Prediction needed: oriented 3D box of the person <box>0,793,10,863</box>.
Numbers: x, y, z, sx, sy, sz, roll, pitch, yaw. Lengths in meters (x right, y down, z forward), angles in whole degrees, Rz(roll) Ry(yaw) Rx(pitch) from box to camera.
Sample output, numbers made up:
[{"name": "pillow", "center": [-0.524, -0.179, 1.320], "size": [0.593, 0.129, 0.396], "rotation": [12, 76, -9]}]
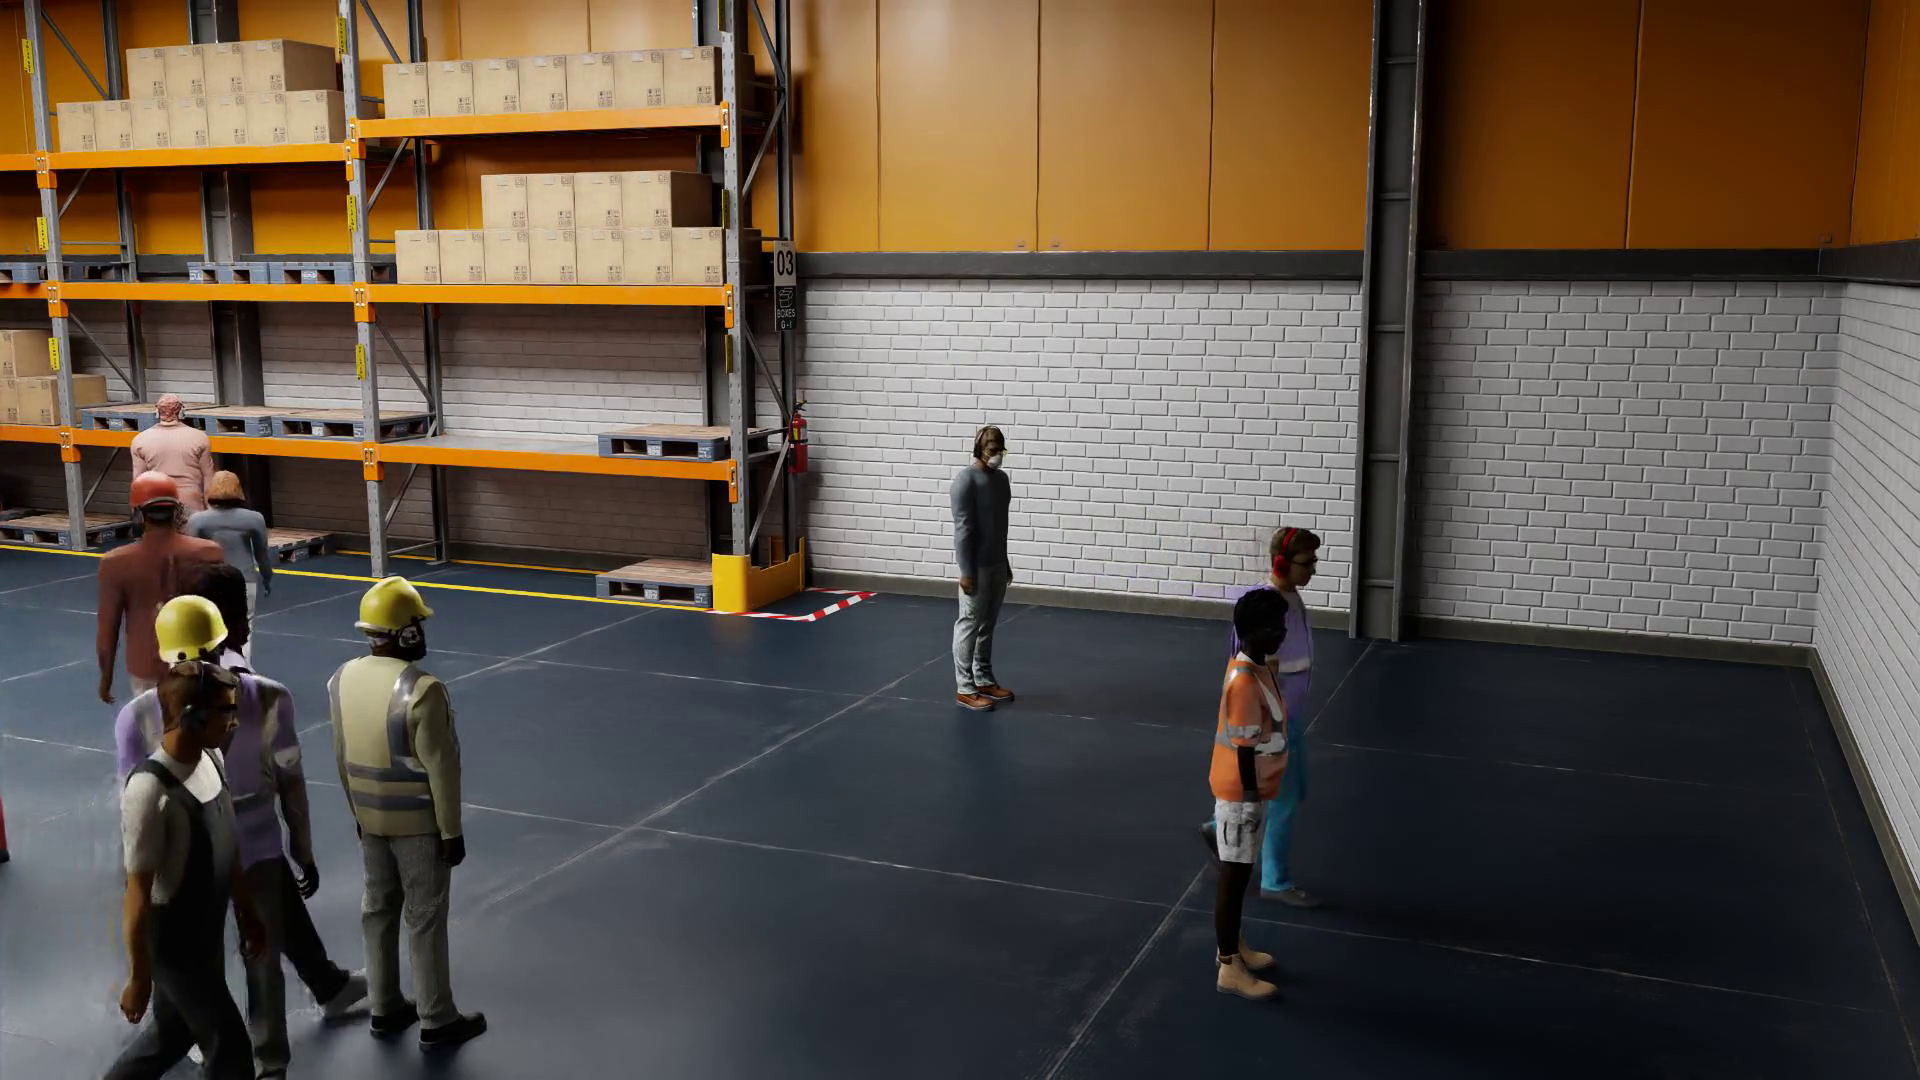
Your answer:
[{"name": "person", "center": [-5.030, 0.777, 8.298], "size": [0.533, 1.759, 0.342], "rotation": [9, 13, 44]}]

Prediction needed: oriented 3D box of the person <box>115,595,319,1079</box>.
[{"name": "person", "center": [-2.634, 1.100, 5.923], "size": [0.622, 1.900, 0.655], "rotation": [-7, 12, -36]}]

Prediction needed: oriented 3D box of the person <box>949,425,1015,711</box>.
[{"name": "person", "center": [0.164, 0.181, 11.368], "size": [0.371, 1.935, 0.627], "rotation": [6, 11, 30]}]

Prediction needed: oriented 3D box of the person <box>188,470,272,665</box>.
[{"name": "person", "center": [-5.109, 0.300, 11.684], "size": [0.520, 1.581, 0.868], "rotation": [-4, 10, -22]}]

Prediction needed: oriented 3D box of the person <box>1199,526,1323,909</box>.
[{"name": "person", "center": [1.446, 0.826, 7.835], "size": [0.531, 1.816, 0.572], "rotation": [4, 10, 24]}]

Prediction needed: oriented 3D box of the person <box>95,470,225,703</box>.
[{"name": "person", "center": [-4.070, 0.633, 8.520], "size": [0.498, 1.976, 0.619], "rotation": [9, 13, 44]}]

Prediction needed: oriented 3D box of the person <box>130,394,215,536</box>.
[{"name": "person", "center": [-6.777, -0.305, 14.392], "size": [0.642, 1.909, 0.399], "rotation": [-3, 10, -19]}]

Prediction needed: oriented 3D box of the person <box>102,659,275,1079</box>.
[{"name": "person", "center": [-2.516, 1.263, 5.258], "size": [0.905, 1.801, 0.501], "rotation": [-1, 9, -5]}]

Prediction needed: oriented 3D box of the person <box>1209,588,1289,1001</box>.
[{"name": "person", "center": [1.201, 1.033, 6.920], "size": [0.322, 1.696, 0.530], "rotation": [2, 10, 12]}]

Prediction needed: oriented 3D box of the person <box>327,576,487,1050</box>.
[{"name": "person", "center": [-2.129, 1.047, 6.416], "size": [0.590, 1.837, 0.403], "rotation": [5, 11, 29]}]

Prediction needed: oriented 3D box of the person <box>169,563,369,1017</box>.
[{"name": "person", "center": [-2.751, 1.021, 6.494], "size": [0.955, 1.860, 0.638], "rotation": [-8, 13, -42]}]
